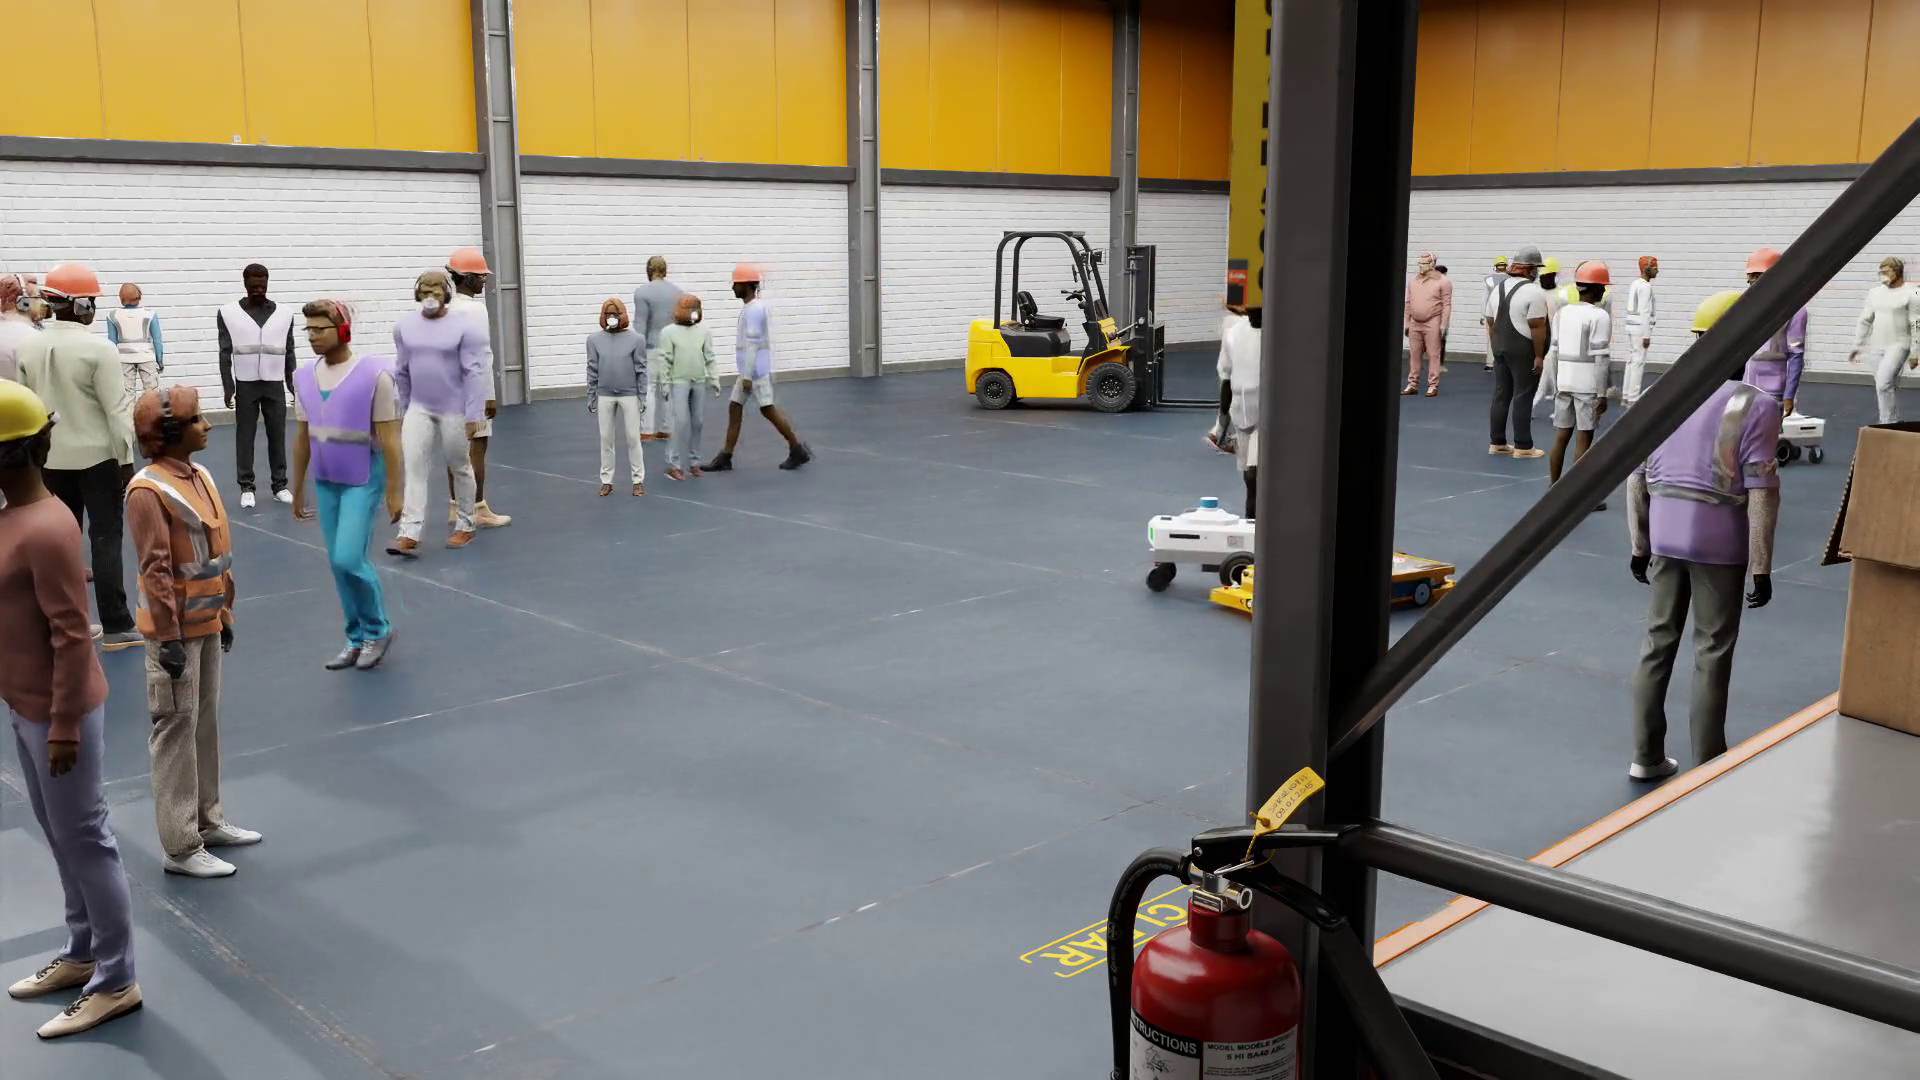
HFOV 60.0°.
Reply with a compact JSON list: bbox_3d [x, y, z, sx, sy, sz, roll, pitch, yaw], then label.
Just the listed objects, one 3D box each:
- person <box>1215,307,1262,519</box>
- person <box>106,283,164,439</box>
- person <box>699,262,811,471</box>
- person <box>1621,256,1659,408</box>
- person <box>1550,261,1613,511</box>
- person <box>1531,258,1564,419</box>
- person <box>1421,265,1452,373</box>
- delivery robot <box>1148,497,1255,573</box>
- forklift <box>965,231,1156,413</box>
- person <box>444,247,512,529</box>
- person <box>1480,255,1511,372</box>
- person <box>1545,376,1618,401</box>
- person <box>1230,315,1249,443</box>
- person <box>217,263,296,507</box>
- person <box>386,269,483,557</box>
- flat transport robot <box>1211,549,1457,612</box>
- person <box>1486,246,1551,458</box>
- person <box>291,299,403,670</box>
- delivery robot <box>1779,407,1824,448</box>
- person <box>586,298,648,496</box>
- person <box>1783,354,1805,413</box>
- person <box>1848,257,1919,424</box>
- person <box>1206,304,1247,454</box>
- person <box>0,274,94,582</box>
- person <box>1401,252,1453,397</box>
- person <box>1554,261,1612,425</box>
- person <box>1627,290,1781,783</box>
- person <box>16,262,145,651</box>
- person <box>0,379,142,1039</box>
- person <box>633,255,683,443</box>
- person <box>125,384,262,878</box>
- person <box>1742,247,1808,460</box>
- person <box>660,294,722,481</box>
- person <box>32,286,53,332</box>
[{"bbox_3d":[1.987,-0.803,10.850,0.949,1.930,0.613,-10,14,-42],"label":"person"},{"bbox_3d":[-8.535,-1.838,17.252,0.514,1.645,0.307,-3,11,-16],"label":"person"},{"bbox_3d":[-1.838,-1.552,15.033,0.993,1.900,0.554,-3,11,-14],"label":"person"},{"bbox_3d":[8.410,-2.557,20.542,0.346,1.879,0.572,2,11,10],"label":"person"},{"bbox_3d":[4.846,-1.194,12.938,0.373,1.934,0.551,-4,11,-22],"label":"person"},{"bbox_3d":[6.742,-2.302,19.167,1.045,1.862,0.586,-6,12,-29],"label":"person"},{"bbox_3d":[7.333,-3.404,25.688,0.585,1.679,0.545,-10,14,-44],"label":"person"},{"bbox_3d":[1.495,-0.015,10.026,0.707,0.478,0.477,3,11,15],"label":"delivery robot"},{"bbox_3d":[1.222,-2.721,20.561,2.313,2.155,1.214,2,11,13],"label":"forklift"},{"bbox_3d":[-3.561,-1.103,12.152,0.614,2.041,0.389,10,14,42],"label":"person"},{"bbox_3d":[8.411,-3.521,25.945,0.588,1.822,0.404,1,10,6],"label":"person"},{"bbox_3d":[8.098,-2.686,21.451,0.962,1.808,0.523,0,10,-3],"label":"person"},{"bbox_3d":[3.002,-1.901,16.940,0.355,1.883,0.573,-4,11,-22],"label":"person"},{"bbox_3d":[-5.551,-1.229,13.191,0.587,1.915,0.390,-8,13,-36],"label":"person"},{"bbox_3d":[-3.503,-0.825,11.031,0.635,1.895,0.955,1,10,7],"label":"person"},{"bbox_3d":[2.215,0.245,9.636,1.431,0.197,0.652,-6,12,-32],"label":"flat transport robot"},{"bbox_3d":[5.433,-1.819,16.060,0.536,2.000,0.688,-4,11,-23],"label":"person"},{"bbox_3d":[-3.005,-0.257,8.125,0.591,1.825,0.470,5,11,24],"label":"person"},{"bbox_3d":[7.711,-1.031,15.566,0.707,0.478,0.477,-3,11,-18],"label":"delivery robot"},{"bbox_3d":[-2.805,-1.167,13.641,0.502,1.627,0.277,0,10,1],"label":"person"},{"bbox_3d":[8.971,-1.980,18.079,0.394,1.624,0.533,2,11,9],"label":"person"},{"bbox_3d":[9.390,-1.913,16.934,0.752,1.904,0.637,-3,11,-17],"label":"person"},{"bbox_3d":[2.631,-1.619,16.128,0.394,1.615,0.533,-3,11,-15],"label":"person"},{"bbox_3d":[-5.652,-0.665,10.166,0.666,1.902,0.458,7,12,32],"label":"person"},{"bbox_3d":[6.177,-2.854,22.083,0.400,1.905,0.643,-10,14,-43],"label":"person"},{"bbox_3d":[6.970,-2.191,18.636,0.627,1.844,0.429,6,12,29],"label":"person"},{"bbox_3d":[2.840,0.018,6.356,0.384,1.924,0.594,-7,12,-32],"label":"person"},{"bbox_3d":[-4.507,-0.421,8.565,0.622,1.992,0.393,3,11,14],"label":"person"},{"bbox_3d":[-2.470,0.449,4.454,0.330,1.765,0.533,-9,13,-39],"label":"person"},{"bbox_3d":[-3.112,-1.964,17.161,0.426,1.930,0.659,8,13,38],"label":"person"},{"bbox_3d":[-2.597,0.300,5.588,0.308,1.645,0.514,-1,10,-7],"label":"person"},{"bbox_3d":[5.866,-1.122,12.260,0.374,2.044,0.605,-9,14,-41],"label":"person"},{"bbox_3d":[-2.370,-1.336,14.616,0.574,1.621,0.480,-9,14,-40],"label":"person"},{"bbox_3d":[-7.448,-1.177,13.389,0.439,1.732,0.499,-1,10,-5],"label":"person"}]
